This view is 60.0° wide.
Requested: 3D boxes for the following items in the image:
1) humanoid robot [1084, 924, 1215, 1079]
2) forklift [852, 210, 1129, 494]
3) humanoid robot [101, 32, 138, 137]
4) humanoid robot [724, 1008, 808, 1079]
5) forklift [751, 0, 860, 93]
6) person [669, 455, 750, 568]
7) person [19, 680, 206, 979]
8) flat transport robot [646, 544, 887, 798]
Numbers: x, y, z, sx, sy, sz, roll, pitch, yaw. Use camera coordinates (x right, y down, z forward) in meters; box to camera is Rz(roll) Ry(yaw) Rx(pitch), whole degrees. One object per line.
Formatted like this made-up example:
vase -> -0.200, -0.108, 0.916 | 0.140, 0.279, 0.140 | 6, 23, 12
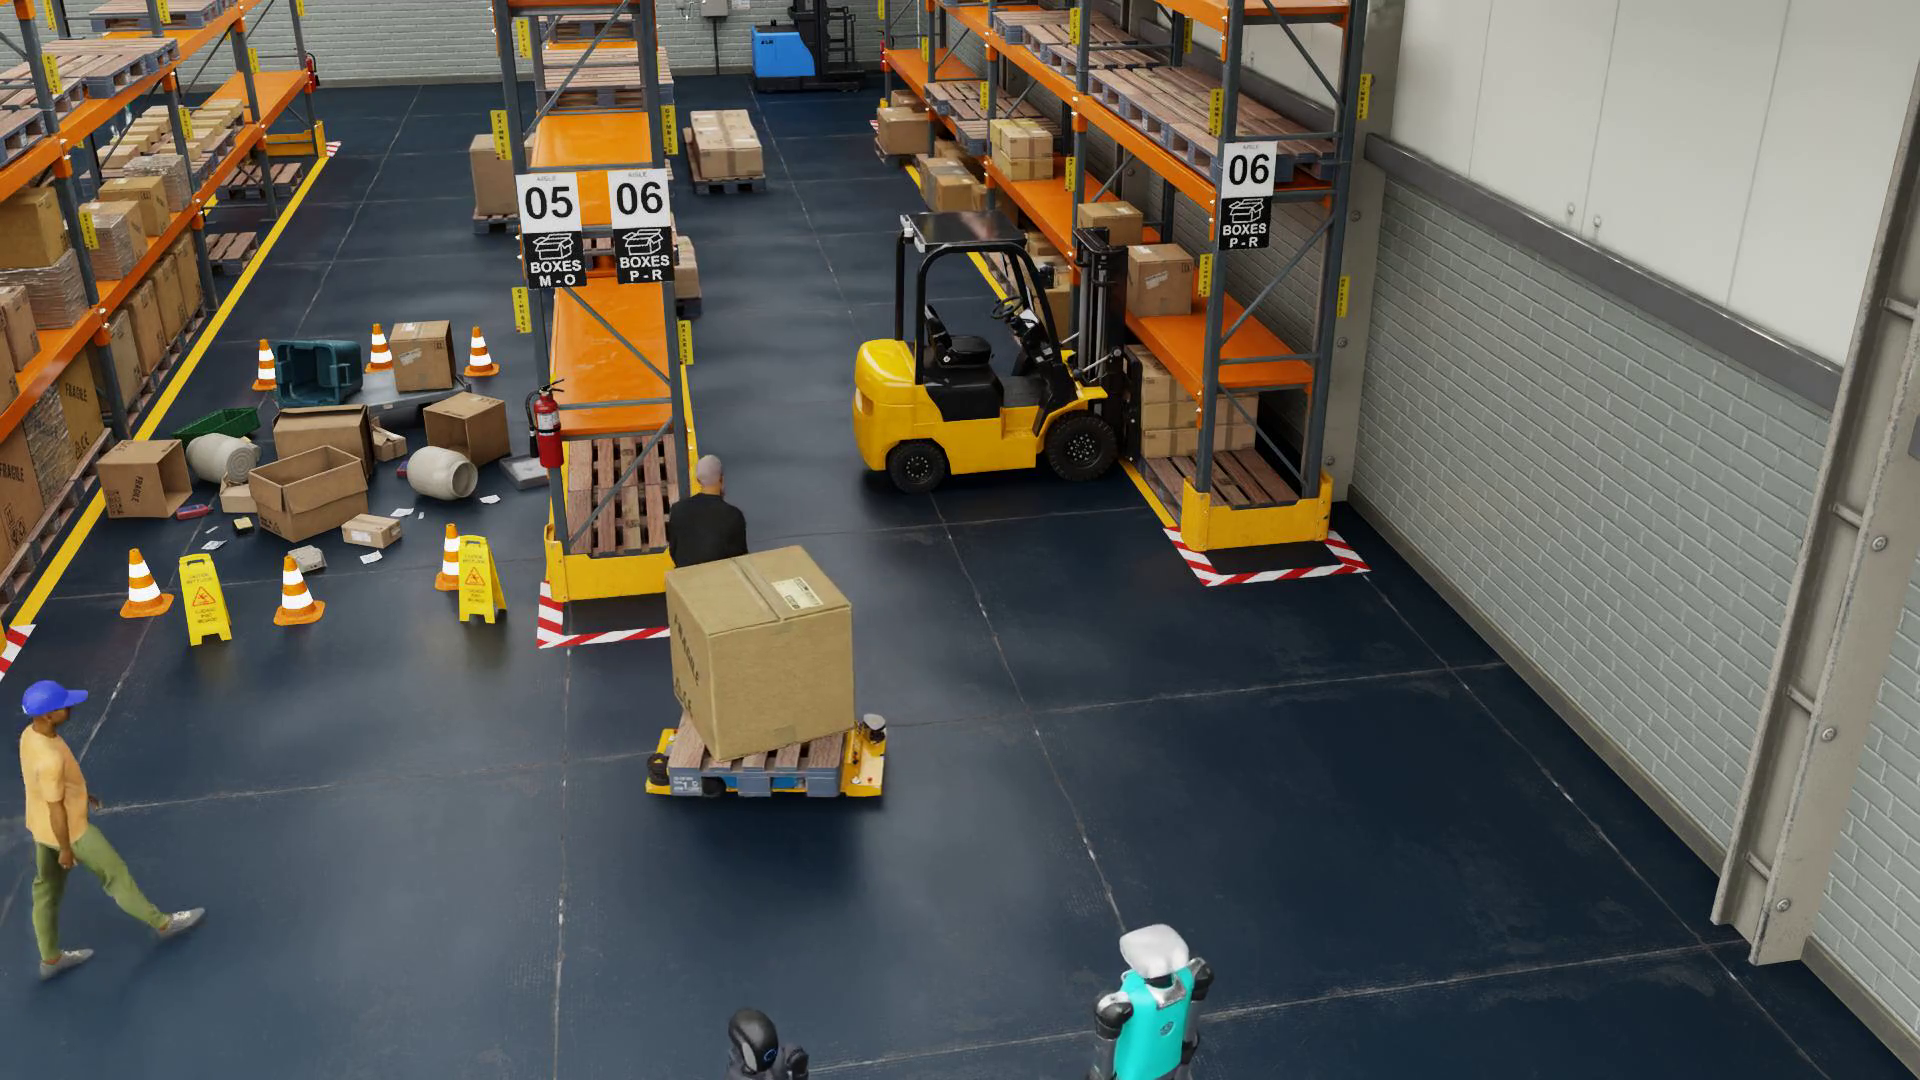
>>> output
humanoid robot -> 0.602, 2.238, 6.807 | 0.553, 1.818, 0.711 | -16, 30, -29
forklift -> 0.216, -1.659, 14.366 | 2.313, 2.155, 1.214 | -5, 26, -10
humanoid robot -> -13.461, -7.212, 26.491 | 0.545, 1.793, 0.912 | -23, 34, -39
humanoid robot -> -0.754, 2.463, 6.381 | 0.321, 1.661, 0.596 | 20, 32, 36
forklift -> -2.872, -9.679, 30.288 | 1.873, 2.768, 1.129 | -5, 26, -10
person -> -1.603, 0.356, 10.584 | 0.564, 1.817, 0.603 | 9, 27, 18
person -> -4.459, 1.430, 8.527 | 0.867, 1.675, 0.438 | -22, 34, -39
flat transport robot -> -1.188, 1.337, 10.345 | 1.431, 0.231, 0.659 | 0, 26, 1
